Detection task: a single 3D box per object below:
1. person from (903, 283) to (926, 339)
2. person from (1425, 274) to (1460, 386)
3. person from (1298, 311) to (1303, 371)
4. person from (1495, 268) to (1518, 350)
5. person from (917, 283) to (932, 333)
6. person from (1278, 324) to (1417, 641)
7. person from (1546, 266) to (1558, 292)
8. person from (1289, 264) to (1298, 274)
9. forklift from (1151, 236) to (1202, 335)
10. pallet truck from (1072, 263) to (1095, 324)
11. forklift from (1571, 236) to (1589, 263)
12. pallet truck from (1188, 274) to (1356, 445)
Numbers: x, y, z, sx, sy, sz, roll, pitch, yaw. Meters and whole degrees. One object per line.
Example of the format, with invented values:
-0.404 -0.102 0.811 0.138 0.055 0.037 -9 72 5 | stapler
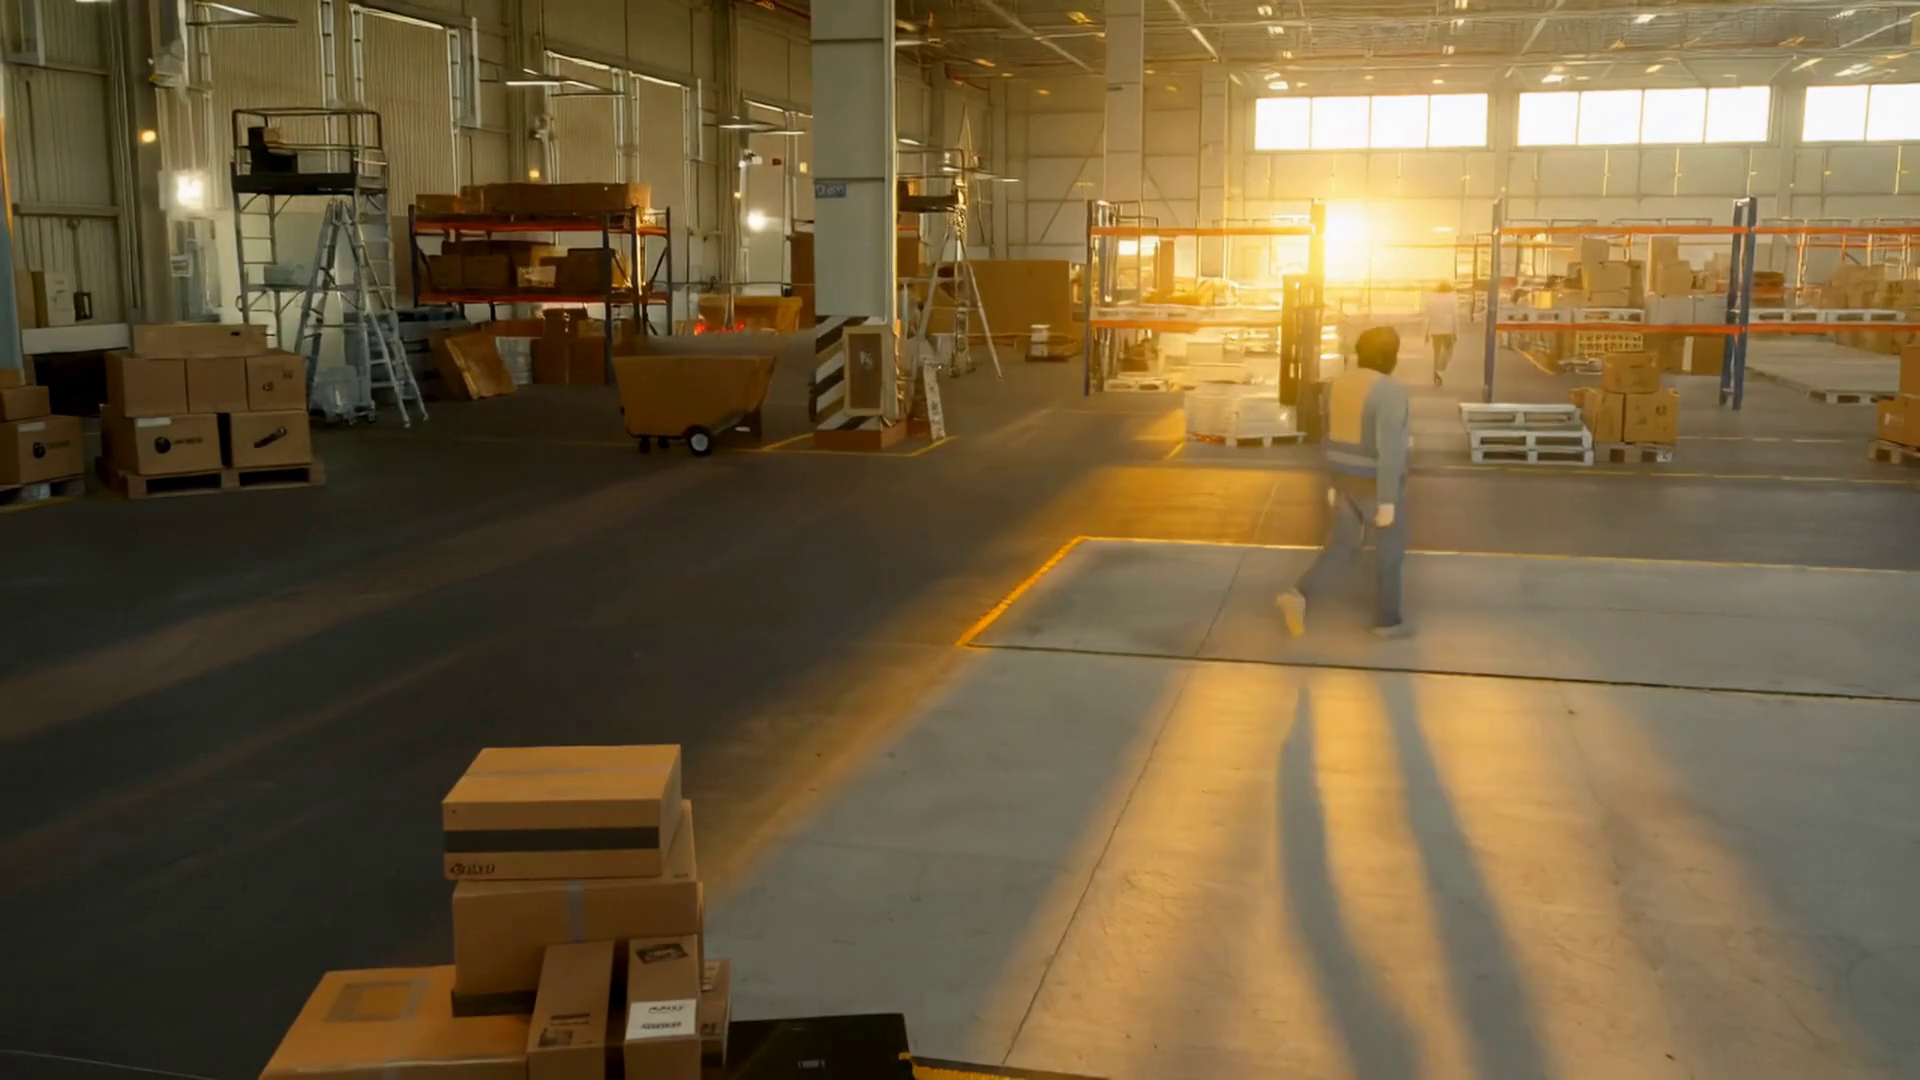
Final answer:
-1.029 -5.254 38.936 0.532 1.641 0.902 5 11 29 | person
8.105 -3.528 28.047 0.589 1.911 0.642 6 12 33 | person
6.710 -4.113 31.986 0.485 1.739 0.320 -8 13 -40 | person
12.833 -5.417 39.070 0.545 1.938 0.357 -1 10 -6 | person
-0.949 -6.835 47.527 0.603 1.888 0.886 -5 11 -28 | person
2.214 -0.301 9.319 0.804 1.813 0.634 -5 11 -27 | person
18.299 -7.531 51.570 0.433 1.919 0.664 1 10 3 | person
12.660 -9.522 63.253 0.372 1.934 0.627 3 10 17 | person
5.866 -7.214 46.878 1.873 2.768 1.129 2 10 14 | forklift
4.325 -8.180 55.162 0.823 1.965 1.885 6 11 31 | pallet truck
19.304 -8.073 51.935 1.873 2.768 1.129 2 10 11 | forklift
3.653 -2.138 19.590 1.885 1.965 0.823 -4 10 -20 | pallet truck
